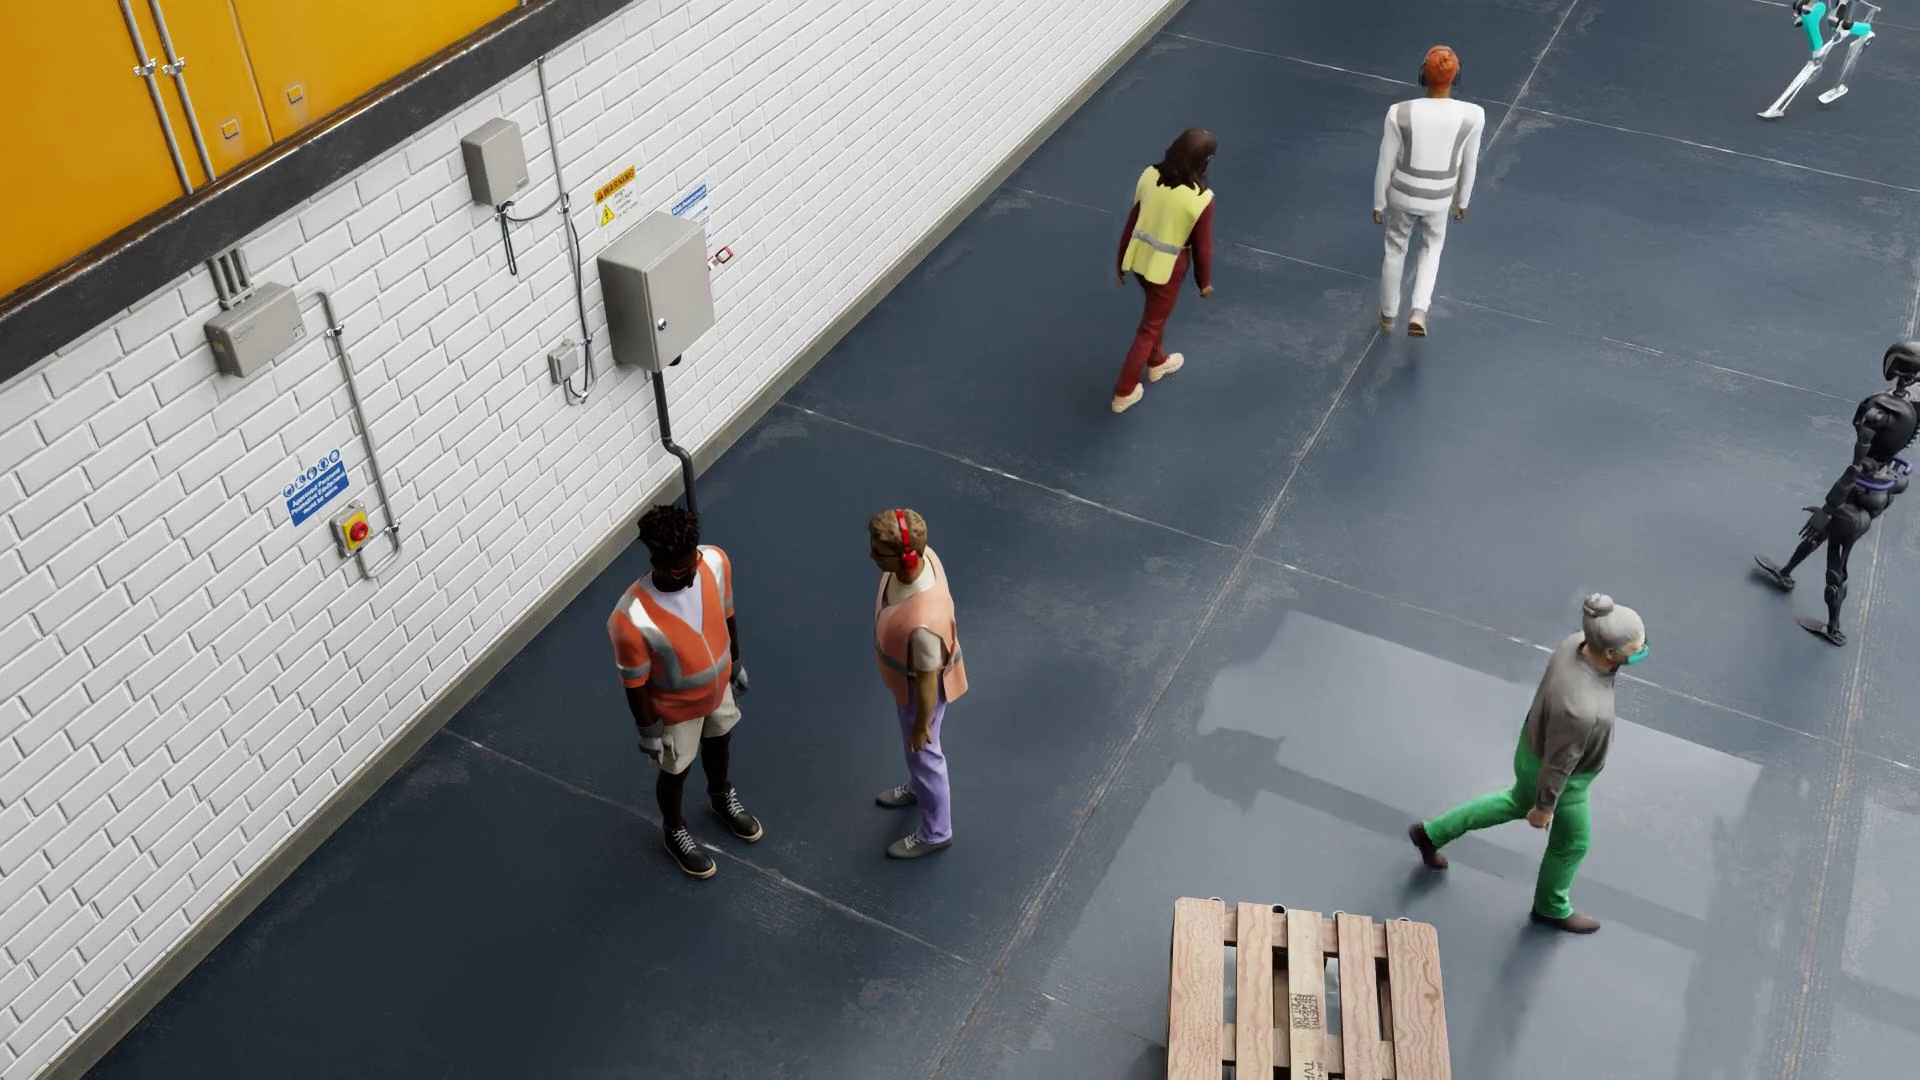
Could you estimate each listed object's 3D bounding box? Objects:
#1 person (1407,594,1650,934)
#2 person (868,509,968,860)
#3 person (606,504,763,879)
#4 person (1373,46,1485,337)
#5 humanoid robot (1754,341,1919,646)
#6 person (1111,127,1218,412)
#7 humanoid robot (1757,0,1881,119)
[{"bbox_3d":[2.330,0.869,6.646,0.789,1.813,0.510,9,42,10],"label":"person"},{"bbox_3d":[-0.167,0.592,6.952,0.379,1.837,0.562,-7,41,-8],"label":"person"},{"bbox_3d":[-1.117,0.616,6.837,0.371,1.958,0.596,27,47,27],"label":"person"},{"bbox_3d":[2.760,-2.026,9.961,0.597,1.868,0.529,8,41,9],"label":"person"},{"bbox_3d":[4.301,-0.260,8.074,0.612,1.637,0.627,-29,48,-29],"label":"humanoid robot"},{"bbox_3d":[1.195,-1.553,9.521,0.760,1.723,0.499,-33,50,-32],"label":"person"},{"bbox_3d":[6.541,-3.963,12.336,1.046,1.758,0.554,-18,44,-20],"label":"humanoid robot"}]
